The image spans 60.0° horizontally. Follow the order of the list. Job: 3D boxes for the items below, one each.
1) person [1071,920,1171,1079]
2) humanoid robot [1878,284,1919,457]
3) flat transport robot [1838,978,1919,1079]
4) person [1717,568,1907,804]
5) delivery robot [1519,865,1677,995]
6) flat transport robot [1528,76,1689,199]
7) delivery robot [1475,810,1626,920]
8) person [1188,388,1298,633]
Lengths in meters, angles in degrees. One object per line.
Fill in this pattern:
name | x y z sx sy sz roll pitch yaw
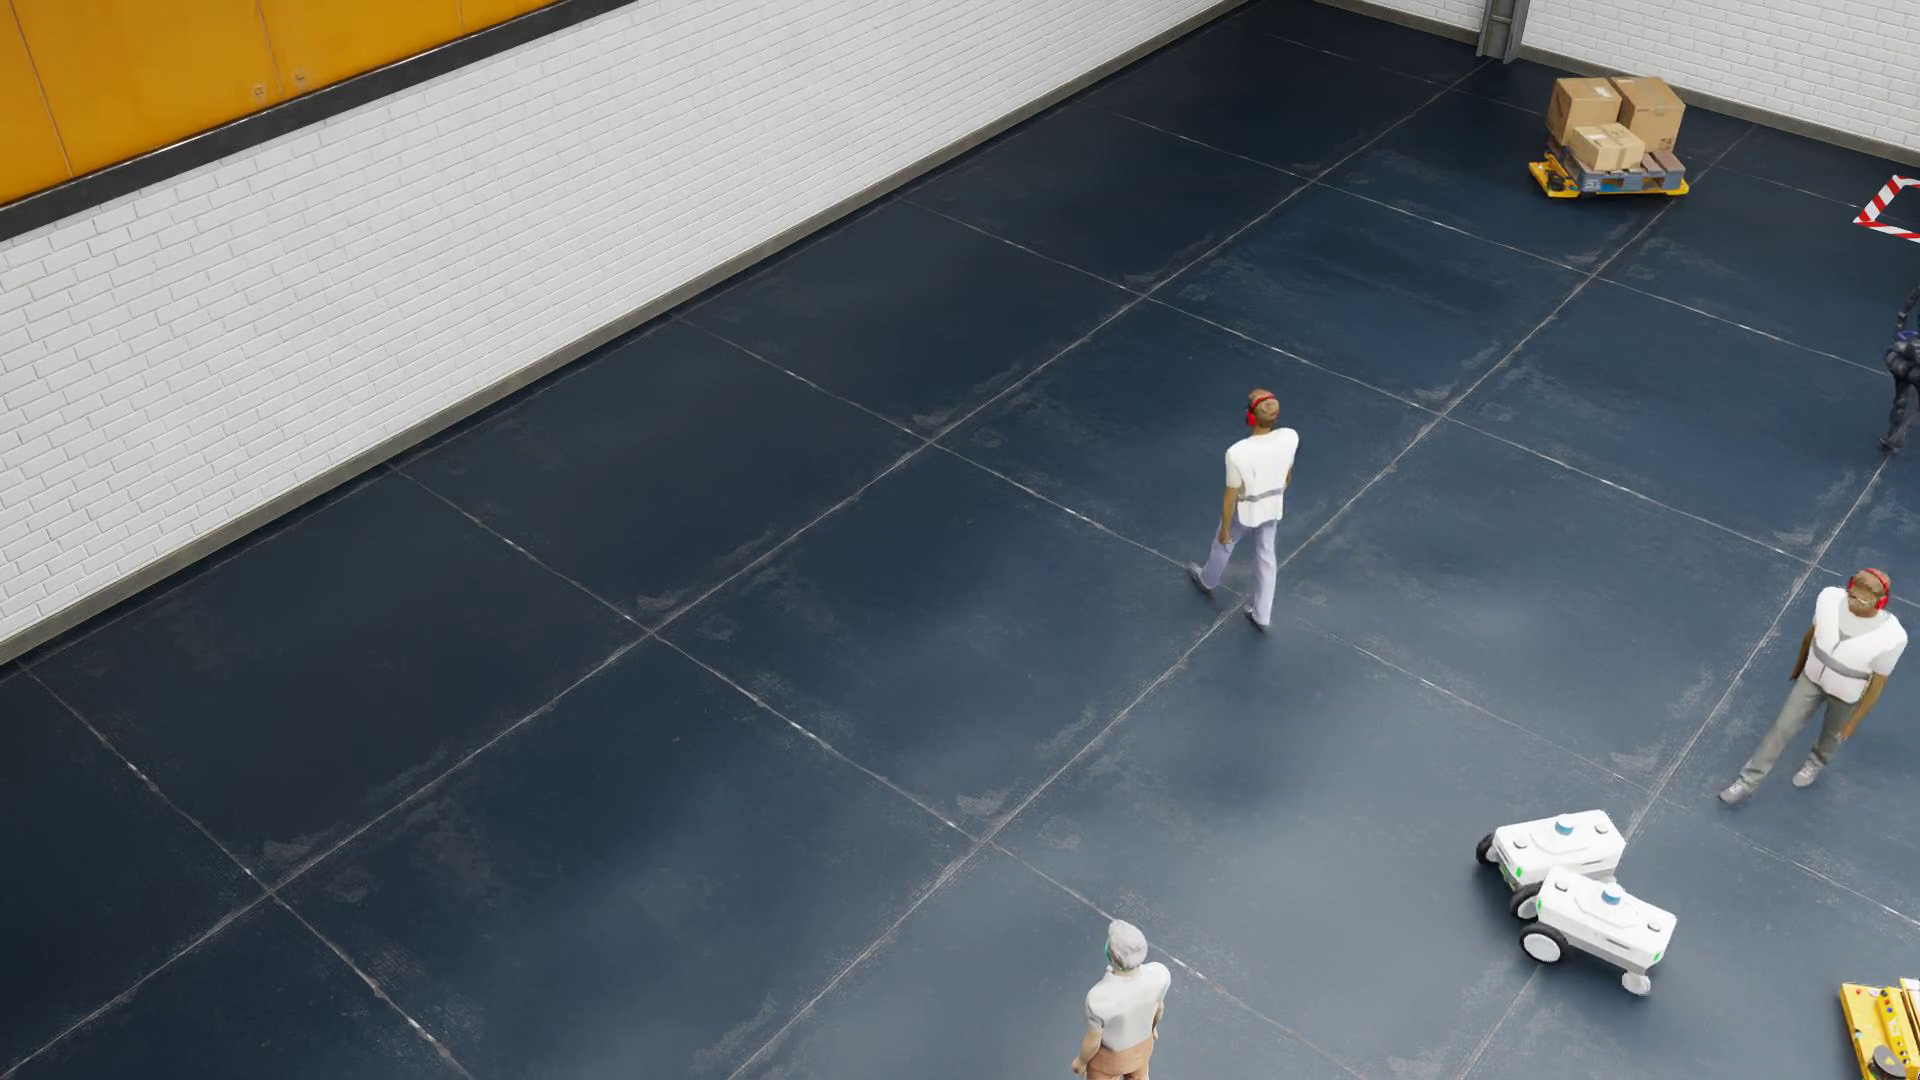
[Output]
person | 0.771 2.438 8.080 0.468 1.750 0.321 -20 43 -23
humanoid robot | 7.414 -1.396 12.907 0.403 1.646 0.611 -15 41 -18
flat transport robot | 5.551 2.734 8.892 1.431 0.231 0.659 6 39 7
person | 5.150 0.912 9.932 0.930 1.794 0.568 -23 44 -26
delivery robot | 3.602 2.157 9.376 0.785 0.589 0.499 22 44 25
flat transport robot | 6.593 -3.723 16.907 1.431 0.231 0.659 -2 39 -3
delivery robot | 3.477 1.853 9.765 0.801 0.602 0.499 -8 40 -10
person | 1.952 -0.256 11.371 0.588 1.815 0.887 -16 42 -19
